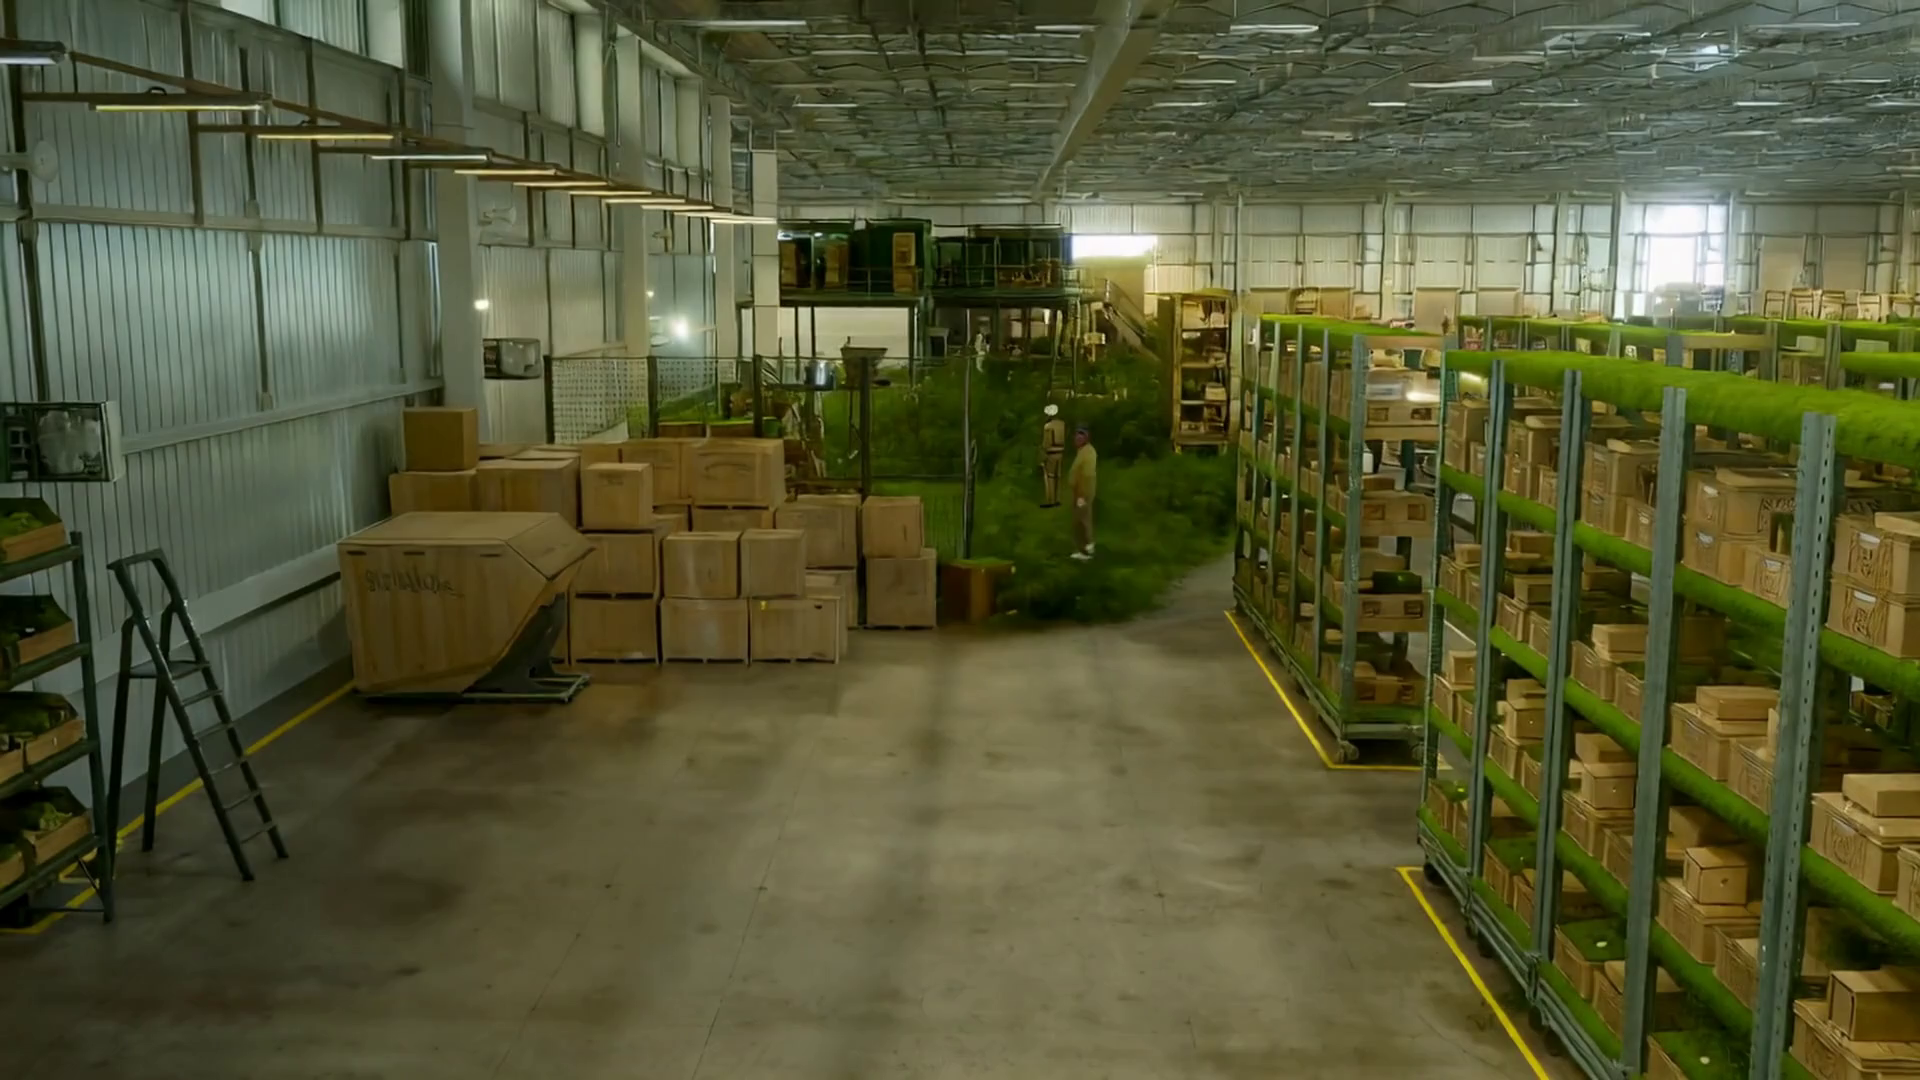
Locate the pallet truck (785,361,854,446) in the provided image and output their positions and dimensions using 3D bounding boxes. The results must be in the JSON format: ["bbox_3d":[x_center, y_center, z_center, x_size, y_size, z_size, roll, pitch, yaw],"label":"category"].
[{"bbox_3d":[-3.410,-3.193,38.978,1.885,1.965,0.823,0,9,-1],"label":"pallet truck"}]

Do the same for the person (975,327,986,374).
[{"bbox_3d":[0.822,-7.499,65.891,0.362,1.882,0.576,7,11,36],"label":"person"}]

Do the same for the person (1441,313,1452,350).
[{"bbox_3d":[25.136,-10.762,85.847,0.401,1.938,0.603,-2,9,-14],"label":"person"}]

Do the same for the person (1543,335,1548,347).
[{"bbox_3d":[25.112,-8.350,71.502,0.311,1.768,0.531,8,12,42],"label":"person"}]

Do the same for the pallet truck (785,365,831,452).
[{"bbox_3d":[-3.774,-2.976,37.635,1.885,1.965,0.823,1,9,5],"label":"pallet truck"}]

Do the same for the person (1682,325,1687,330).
[{"bbox_3d":[30.237,-8.086,69.660,0.788,1.847,0.514,-6,11,-34],"label":"person"}]

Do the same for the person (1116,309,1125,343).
[{"bbox_3d":[9.131,-12.162,94.489,0.552,1.935,0.374,0,9,1],"label":"person"}]

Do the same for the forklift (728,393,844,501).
[{"bbox_3d":[-2.979,-1.316,26.476,2.680,1.987,1.157,0,9,1],"label":"forklift"}]

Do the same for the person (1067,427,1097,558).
[{"bbox_3d":[1.732,-0.669,23.711,0.431,1.894,0.669,1,9,5],"label":"person"}]

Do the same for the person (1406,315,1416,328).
[{"bbox_3d":[23.418,-10.787,86.428,0.433,1.814,0.667,7,12,37],"label":"person"}]

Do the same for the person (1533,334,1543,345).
[{"bbox_3d":[24.140,-8.170,69.725,0.628,1.988,0.397,0,9,2],"label":"person"}]

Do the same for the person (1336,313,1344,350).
[{"bbox_3d":[19.790,-10.859,86.469,0.441,1.925,0.656,-4,10,-21],"label":"person"}]

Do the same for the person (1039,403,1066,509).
[{"bbox_3d":[1.579,-1.450,28.720,0.404,1.835,0.599,7,11,36],"label":"person"}]

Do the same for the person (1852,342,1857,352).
[{"bbox_3d":[32.267,-6.616,60.274,0.360,1.939,0.543,6,11,32],"label":"person"}]

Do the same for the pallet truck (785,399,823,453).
[{"bbox_3d":[-3.814,-2.432,36.419,1.630,1.274,0.653,0,9,1],"label":"pallet truck"}]

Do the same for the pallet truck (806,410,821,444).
[{"bbox_3d":[-3.559,-2.018,33.905,1.522,1.261,0.704,0,9,-1],"label":"pallet truck"}]

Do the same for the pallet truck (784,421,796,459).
[{"bbox_3d":[-4.013,-1.793,32.705,1.601,1.201,0.680,0,9,1],"label":"pallet truck"}]

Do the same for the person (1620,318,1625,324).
[{"bbox_3d":[30.920,-9.432,77.731,0.589,1.915,0.395,6,11,32],"label":"person"}]

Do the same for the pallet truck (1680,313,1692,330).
[{"bbox_3d":[36.315,-10.531,84.244,0.823,1.965,1.885,-6,11,-33],"label":"pallet truck"}]

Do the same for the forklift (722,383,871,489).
[{"bbox_3d":[-2.893,-1.687,28.729,2.680,1.987,1.157,0,9,-1],"label":"forklift"}]

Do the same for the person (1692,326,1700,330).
[{"bbox_3d":[35.160,-9.709,79.542,0.998,1.884,0.650,2,9,10],"label":"person"}]

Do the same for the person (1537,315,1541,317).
[{"bbox_3d":[31.366,-11.356,90.254,0.315,1.695,0.541,4,10,22],"label":"person"}]

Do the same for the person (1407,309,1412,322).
[{"bbox_3d":[25.611,-12.189,94.720,0.395,1.920,0.585,7,12,38],"label":"person"}]
